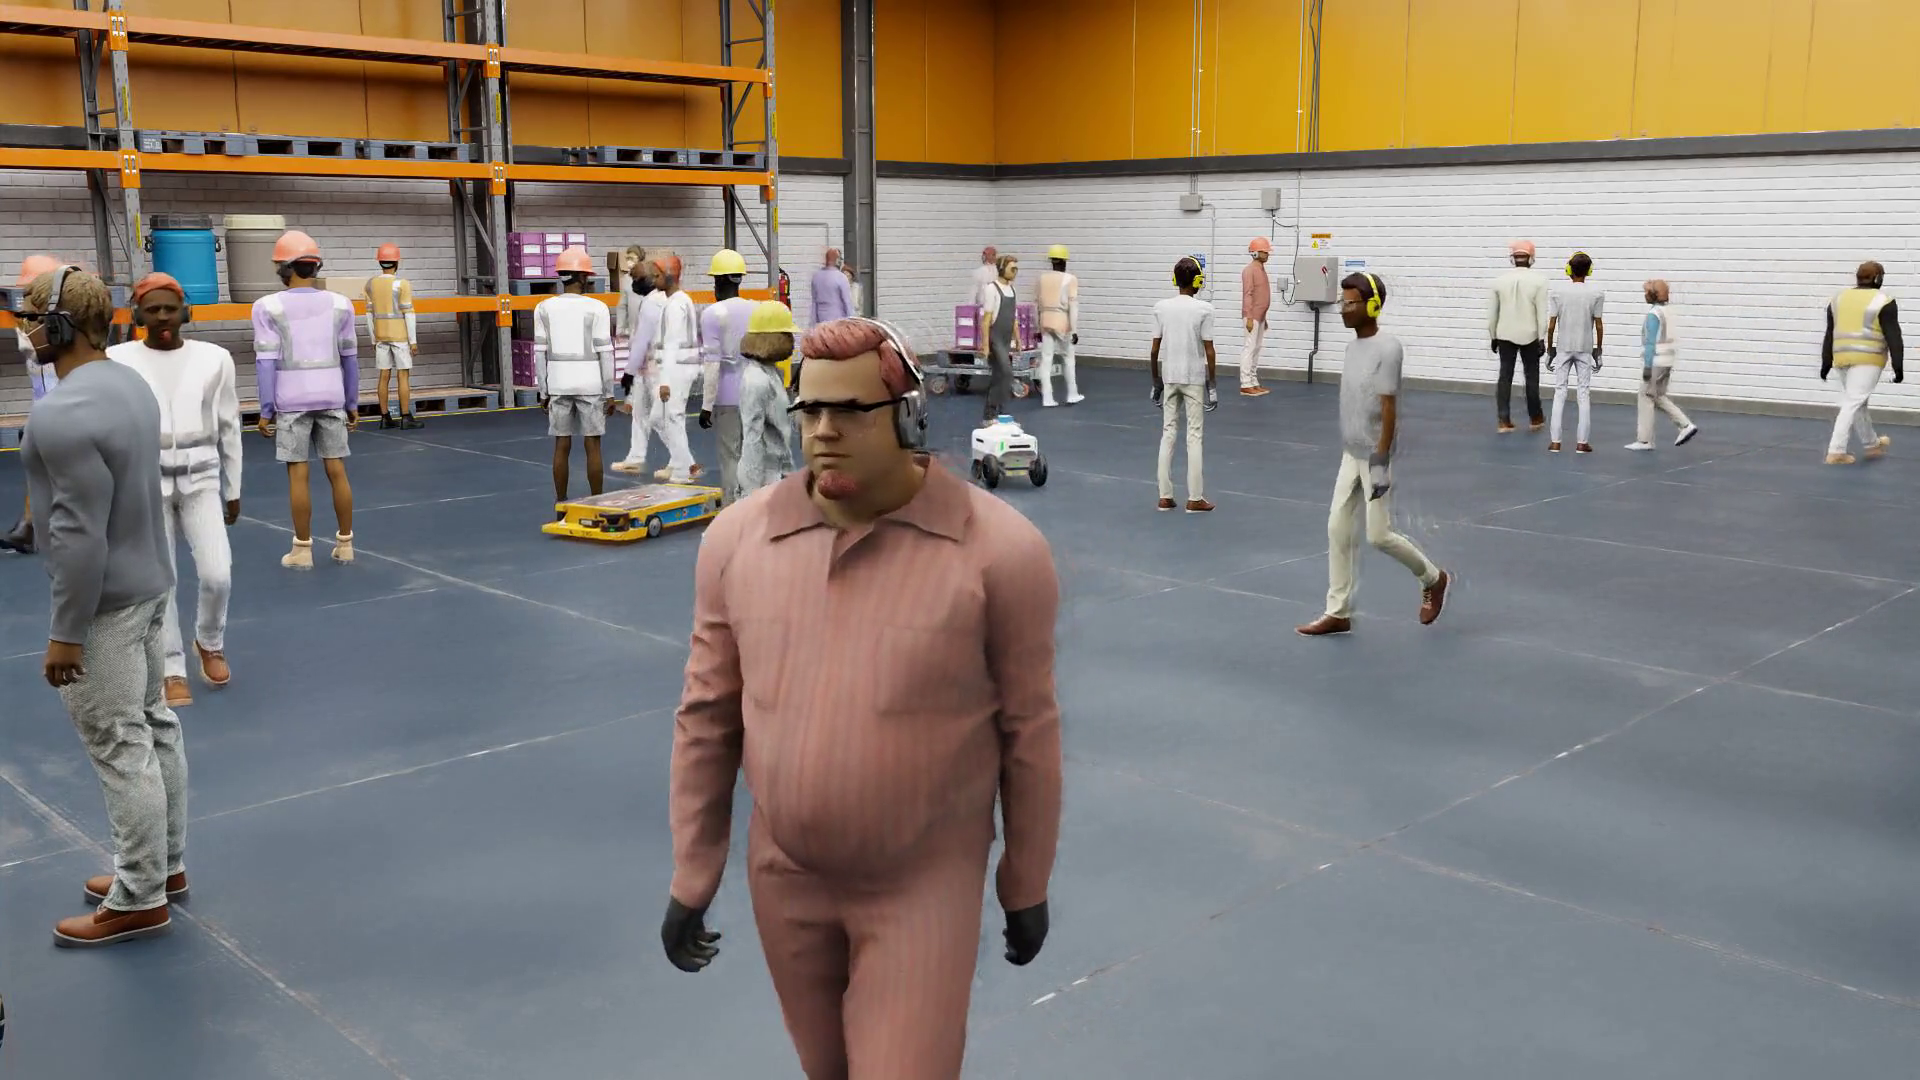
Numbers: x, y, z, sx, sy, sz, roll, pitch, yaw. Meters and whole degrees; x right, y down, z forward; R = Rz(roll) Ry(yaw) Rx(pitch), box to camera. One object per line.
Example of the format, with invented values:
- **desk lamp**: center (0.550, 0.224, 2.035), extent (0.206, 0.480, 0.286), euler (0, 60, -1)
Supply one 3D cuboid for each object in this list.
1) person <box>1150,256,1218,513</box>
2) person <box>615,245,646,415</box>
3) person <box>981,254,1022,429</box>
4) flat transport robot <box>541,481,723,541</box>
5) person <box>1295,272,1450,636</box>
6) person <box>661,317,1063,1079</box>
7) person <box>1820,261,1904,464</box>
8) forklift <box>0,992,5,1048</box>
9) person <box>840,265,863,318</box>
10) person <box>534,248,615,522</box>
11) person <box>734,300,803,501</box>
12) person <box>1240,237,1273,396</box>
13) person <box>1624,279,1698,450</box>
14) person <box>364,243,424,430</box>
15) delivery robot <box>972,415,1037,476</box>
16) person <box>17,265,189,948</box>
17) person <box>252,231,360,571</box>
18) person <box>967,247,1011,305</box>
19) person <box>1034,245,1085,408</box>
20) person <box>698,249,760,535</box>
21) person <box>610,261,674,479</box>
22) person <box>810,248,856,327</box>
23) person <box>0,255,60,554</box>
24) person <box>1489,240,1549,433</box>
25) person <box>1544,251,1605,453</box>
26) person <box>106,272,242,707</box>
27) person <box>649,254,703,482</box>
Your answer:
- **person**: center (1.642, -1.133, 12.193), extent (0.533, 1.868, 0.309), euler (6, 12, 31)
- **person**: center (-3.682, -2.347, 18.718), extent (0.652, 1.900, 0.920), euler (9, 14, 40)
- **person**: center (0.488, -2.041, 17.268), extent (0.699, 1.818, 0.546), euler (6, 12, 31)
- **flat transport robot**: center (-2.167, -0.215, 11.547), extent (0.652, 0.197, 1.431), euler (6, 12, 28)
- **person**: center (2.122, -0.420, 8.376), extent (0.758, 1.846, 0.521), euler (-3, 11, -18)
- **person**: center (-0.193, 0.576, 2.812), extent (0.661, 1.884, 0.589), euler (4, 11, 20)
- **person**: center (8.109, -1.576, 14.837), extent (0.986, 1.779, 0.661), euler (-5, 11, -23)
- **forklift**: center (-3.245, 0.323, 3.363), extent (2.313, 2.155, 1.214), euler (2, 11, 13)
- **person**: center (-1.569, -3.011, 23.129), extent (0.535, 1.605, 0.580), euler (-5, 12, -28)
- **person**: center (-2.670, -1.058, 11.601), extent (0.552, 1.933, 0.368), euler (1, 10, 6)
- **person**: center (-0.815, -0.282, 7.970), extent (0.849, 1.701, 0.508), euler (0, 10, -2)
- **person**: center (3.762, -2.833, 21.115), extent (0.378, 1.996, 0.611), euler (6, 12, 28)
- **person**: center (6.615, -1.635, 15.607), extent (0.514, 1.618, 0.549), euler (9, 14, 40)
- **person**: center (-5.903, -2.115, 17.352), extent (0.552, 1.939, 0.352), euler (3, 11, 16)
- **delivery robot**: center (0.360, -0.774, 13.564), extent (0.477, 0.478, 0.707), euler (-4, 11, -19)
- **person**: center (-2.463, 0.193, 4.774), extent (0.373, 1.940, 0.628), euler (-2, 11, -10)
- **person**: center (-3.957, -0.835, 10.088), extent (0.615, 2.042, 0.375), euler (-9, 14, -41)
- **person**: center (0.403, -3.312, 24.114), extent (0.666, 1.853, 0.991), euler (-7, 13, -35)
- **person**: center (1.202, -2.530, 19.707), extent (0.613, 1.897, 0.833), euler (6, 12, 30)
- **person**: center (-1.516, -0.957, 11.073), extent (0.368, 1.927, 0.589), euler (7, 12, 33)
- **person**: center (-2.639, -1.399, 13.819), extent (0.794, 1.803, 0.621), euler (-1, 10, -5)
- **person**: center (-1.633, -2.821, 21.450), extent (1.004, 1.861, 0.662), euler (-10, 14, -43)
- **person**: center (-5.808, -0.863, 10.647), extent (0.562, 1.885, 0.973), euler (2, 11, 13)
- **person**: center (5.809, -2.104, 17.206), extent (0.646, 1.971, 0.742), euler (8, 13, 38)
- **person**: center (5.733, -1.744, 15.522), extent (0.518, 1.871, 0.326), euler (5, 11, 24)
- **person**: center (-3.377, -0.205, 7.147), extent (0.582, 1.872, 0.405), euler (-6, 12, -30)
- **person**: center (-2.242, -1.279, 12.975), extent (0.416, 1.873, 0.597), euler (-1, 10, -8)
